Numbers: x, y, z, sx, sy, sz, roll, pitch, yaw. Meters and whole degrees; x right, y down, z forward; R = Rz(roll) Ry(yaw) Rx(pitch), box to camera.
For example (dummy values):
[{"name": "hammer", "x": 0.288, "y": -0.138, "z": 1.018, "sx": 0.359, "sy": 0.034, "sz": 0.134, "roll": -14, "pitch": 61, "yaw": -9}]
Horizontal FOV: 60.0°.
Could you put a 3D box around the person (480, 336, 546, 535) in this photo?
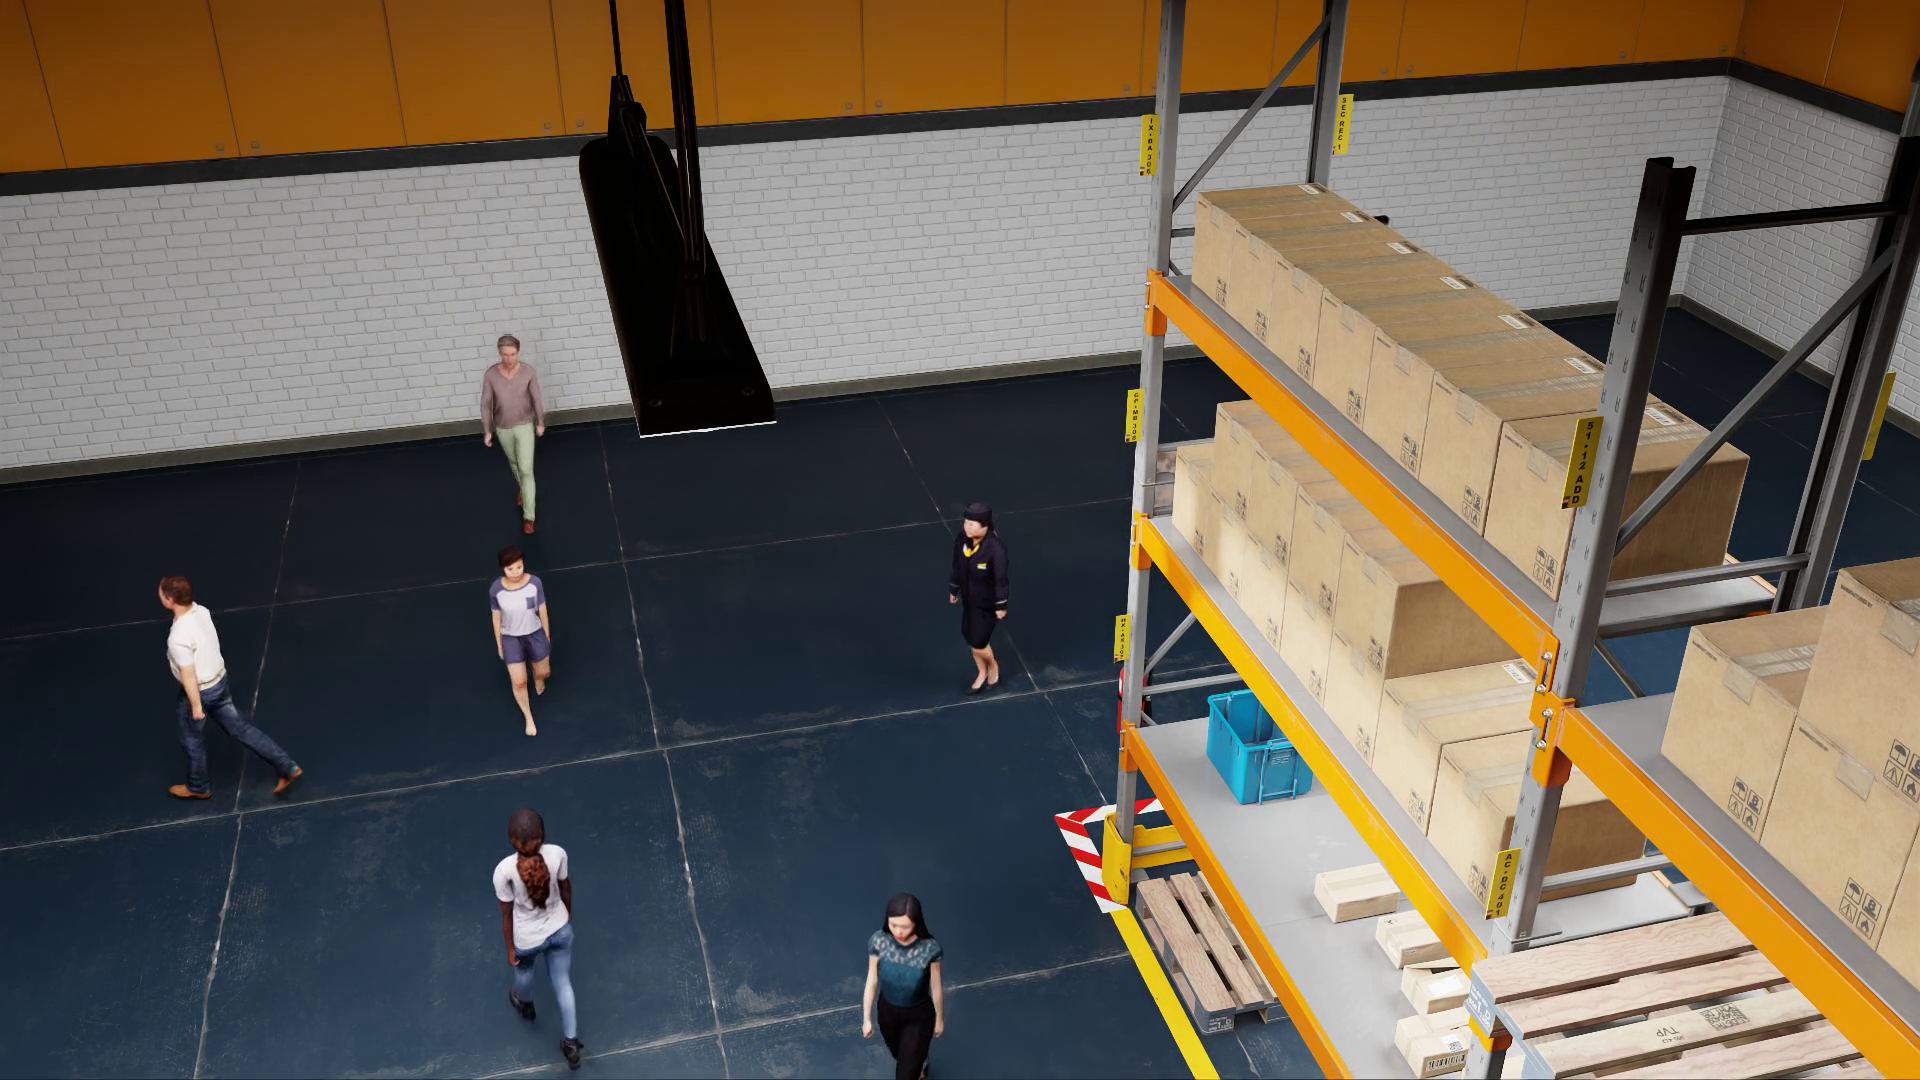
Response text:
[{"name": "person", "x": -4.127, "y": -1.050, "z": 15.452, "sx": 0.821, "sy": 1.812, "sz": 1.336, "roll": -2, "pitch": 29, "yaw": -4}]

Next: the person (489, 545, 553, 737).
[{"name": "person", "x": -3.305, "y": 0.691, "z": 12.537, "sx": 0.588, "sy": 1.546, "sz": 0.826, "roll": -9, "pitch": 30, "yaw": -17}]

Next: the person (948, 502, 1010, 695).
[{"name": "person", "x": 0.222, "y": 0.458, "z": 12.843, "sx": 0.879, "sy": 1.662, "sz": 0.761, "roll": -23, "pitch": 36, "yaw": -36}]

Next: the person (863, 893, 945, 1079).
[{"name": "person", "x": -0.285, "y": 2.544, "z": 8.981, "sx": 0.905, "sy": 1.699, "sz": 1.140, "roll": 7, "pitch": 29, "yaw": 12}]

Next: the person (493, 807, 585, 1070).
[{"name": "person", "x": -2.345, "y": 2.294, "z": 9.446, "sx": 0.783, "sy": 1.690, "sz": 1.051, "roll": -17, "pitch": 33, "yaw": -29}]

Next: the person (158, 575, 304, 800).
[{"name": "person", "x": -5.147, "y": 1.063, "z": 11.569, "sx": 1.009, "sy": 1.818, "sz": 1.254, "roll": 2, "pitch": 29, "yaw": 3}]
